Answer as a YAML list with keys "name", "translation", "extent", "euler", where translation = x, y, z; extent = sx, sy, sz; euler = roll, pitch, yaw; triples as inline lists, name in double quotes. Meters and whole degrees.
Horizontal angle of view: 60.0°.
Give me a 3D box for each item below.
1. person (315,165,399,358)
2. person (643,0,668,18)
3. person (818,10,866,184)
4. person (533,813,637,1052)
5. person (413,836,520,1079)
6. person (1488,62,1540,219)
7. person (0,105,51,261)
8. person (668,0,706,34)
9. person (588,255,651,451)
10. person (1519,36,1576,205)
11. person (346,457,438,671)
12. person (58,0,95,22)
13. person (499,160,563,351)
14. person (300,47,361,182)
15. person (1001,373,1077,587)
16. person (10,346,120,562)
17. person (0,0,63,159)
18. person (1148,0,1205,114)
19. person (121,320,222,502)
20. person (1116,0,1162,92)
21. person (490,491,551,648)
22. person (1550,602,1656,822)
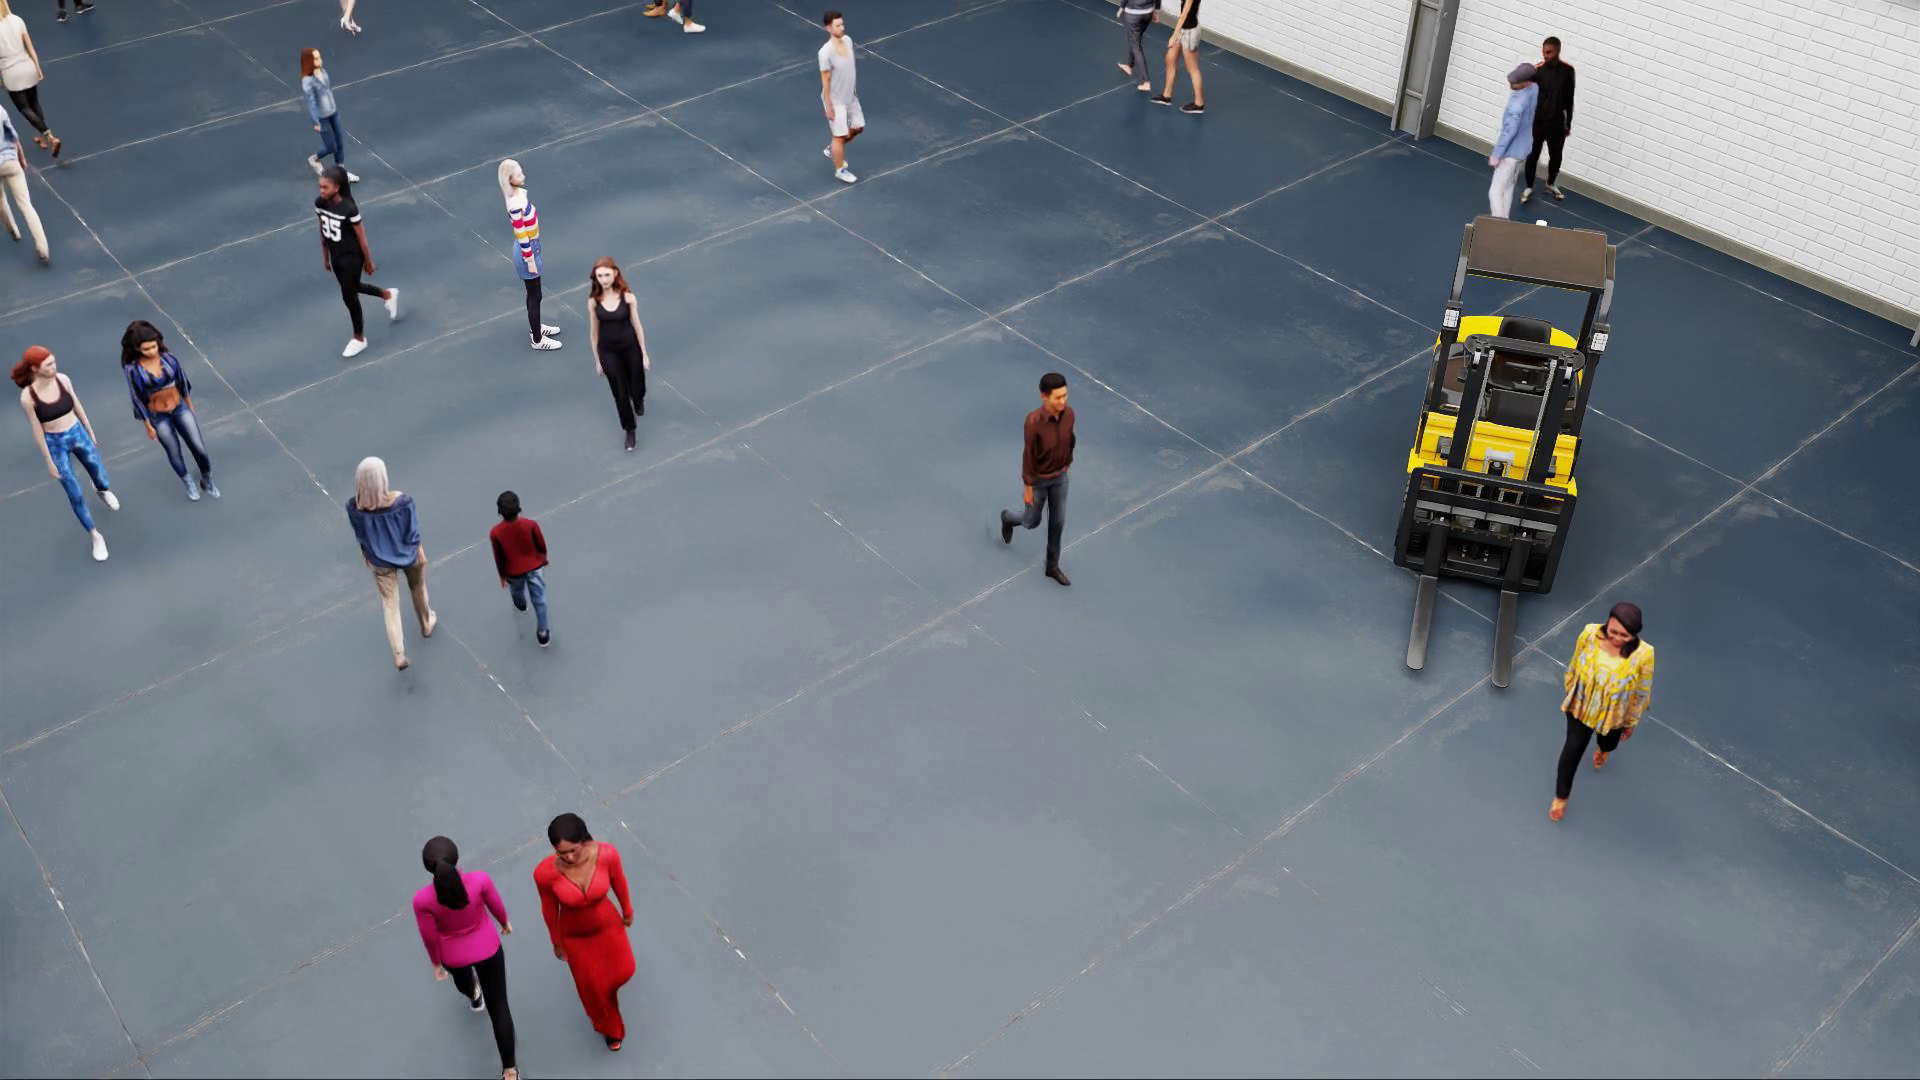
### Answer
- name: "person"
  translation: [-5.411, -2.543, 14.864]
  extent: [1.076, 1.707, 0.930]
  euler: [18, 42, 21]
- name: "person"
  translation: [-3.936, -7.535, 21.111]
  extent: [0.754, 1.711, 0.666]
  euler: [-1, 39, -1]
- name: "person"
  translation: [-1.326, -4.656, 17.401]
  extent: [0.827, 1.842, 0.797]
  euler: [23, 44, 26]
- name: "person"
  translation: [-2.025, 2.054, 9.064]
  extent: [0.757, 1.771, 0.913]
  euler: [-16, 41, -20]
- name: "person"
  translation: [-2.593, 2.275, 8.883]
  extent: [0.863, 1.651, 1.226]
  euler: [-13, 41, -16]
- name: "person"
  translation: [5.481, -3.869, 16.404]
  extent: [0.868, 1.856, 0.630]
  euler: [-24, 45, -27]
- name: "person"
  translation: [-9.218, -3.540, 16.037]
  extent: [0.718, 1.801, 1.241]
  euler: [-25, 45, -28]
- name: "person"
  translation: [-3.476, -7.143, 20.549]
  extent: [0.824, 1.799, 0.754]
  euler: [-11, 40, -14]
- name: "person"
  translation: [-2.781, -1.583, 13.642]
  extent: [0.829, 1.732, 0.947]
  euler: [-6, 39, -7]
- name: "person"
  translation: [5.994, -4.267, 16.970]
  extent: [0.882, 1.772, 0.930]
  euler: [-5, 39, -7]
- name: "person"
  translation: [-3.909, 0.175, 11.491]
  extent: [0.942, 1.679, 1.106]
  euler: [-7, 39, -9]
- name: "person"
  translation: [-11.438, -7.460, 21.107]
  extent: [0.826, 1.599, 0.792]
  euler: [-3, 39, -4]
- name: "person"
  translation: [-3.852, -2.544, 14.783]
  extent: [0.784, 1.809, 0.638]
  euler: [-8, 39, -10]
- name: "person"
  translation: [-6.721, -4.445, 17.439]
  extent: [0.869, 1.465, 0.787]
  euler: [9, 39, 11]
- name: "person"
  translation: [0.570, -0.493, 12.252]
  extent: [0.722, 1.763, 1.022]
  euler: [-23, 44, -26]
- name: "person"
  translation: [-6.715, -0.716, 12.530]
  extent: [0.855, 1.775, 0.634]
  euler: [31, 48, 33]
- name: "person"
  translation: [-10.023, -4.952, 17.801]
  extent: [1.086, 1.806, 0.756]
  euler: [26, 45, 29]
- name: "person"
  translation: [2.675, -5.707, 18.735]
  extent: [0.996, 1.819, 0.916]
  euler: [4, 39, 6]
- name: "person"
  translation: [-6.229, -1.009, 13.017]
  extent: [0.625, 1.613, 0.590]
  euler: [-26, 45, -28]
- name: "person"
  translation: [2.112, -6.068, 19.255]
  extent: [0.693, 1.734, 1.092]
  euler: [-22, 43, -25]
- name: "person"
  translation: [-3.085, 0.225, 11.779]
  extent: [0.711, 1.230, 0.922]
  euler: [-12, 40, -15]
- name: "person"
  translation: [4.071, 1.010, 10.479]
  extent: [1.061, 1.626, 0.967]
  euler: [20, 43, 23]
